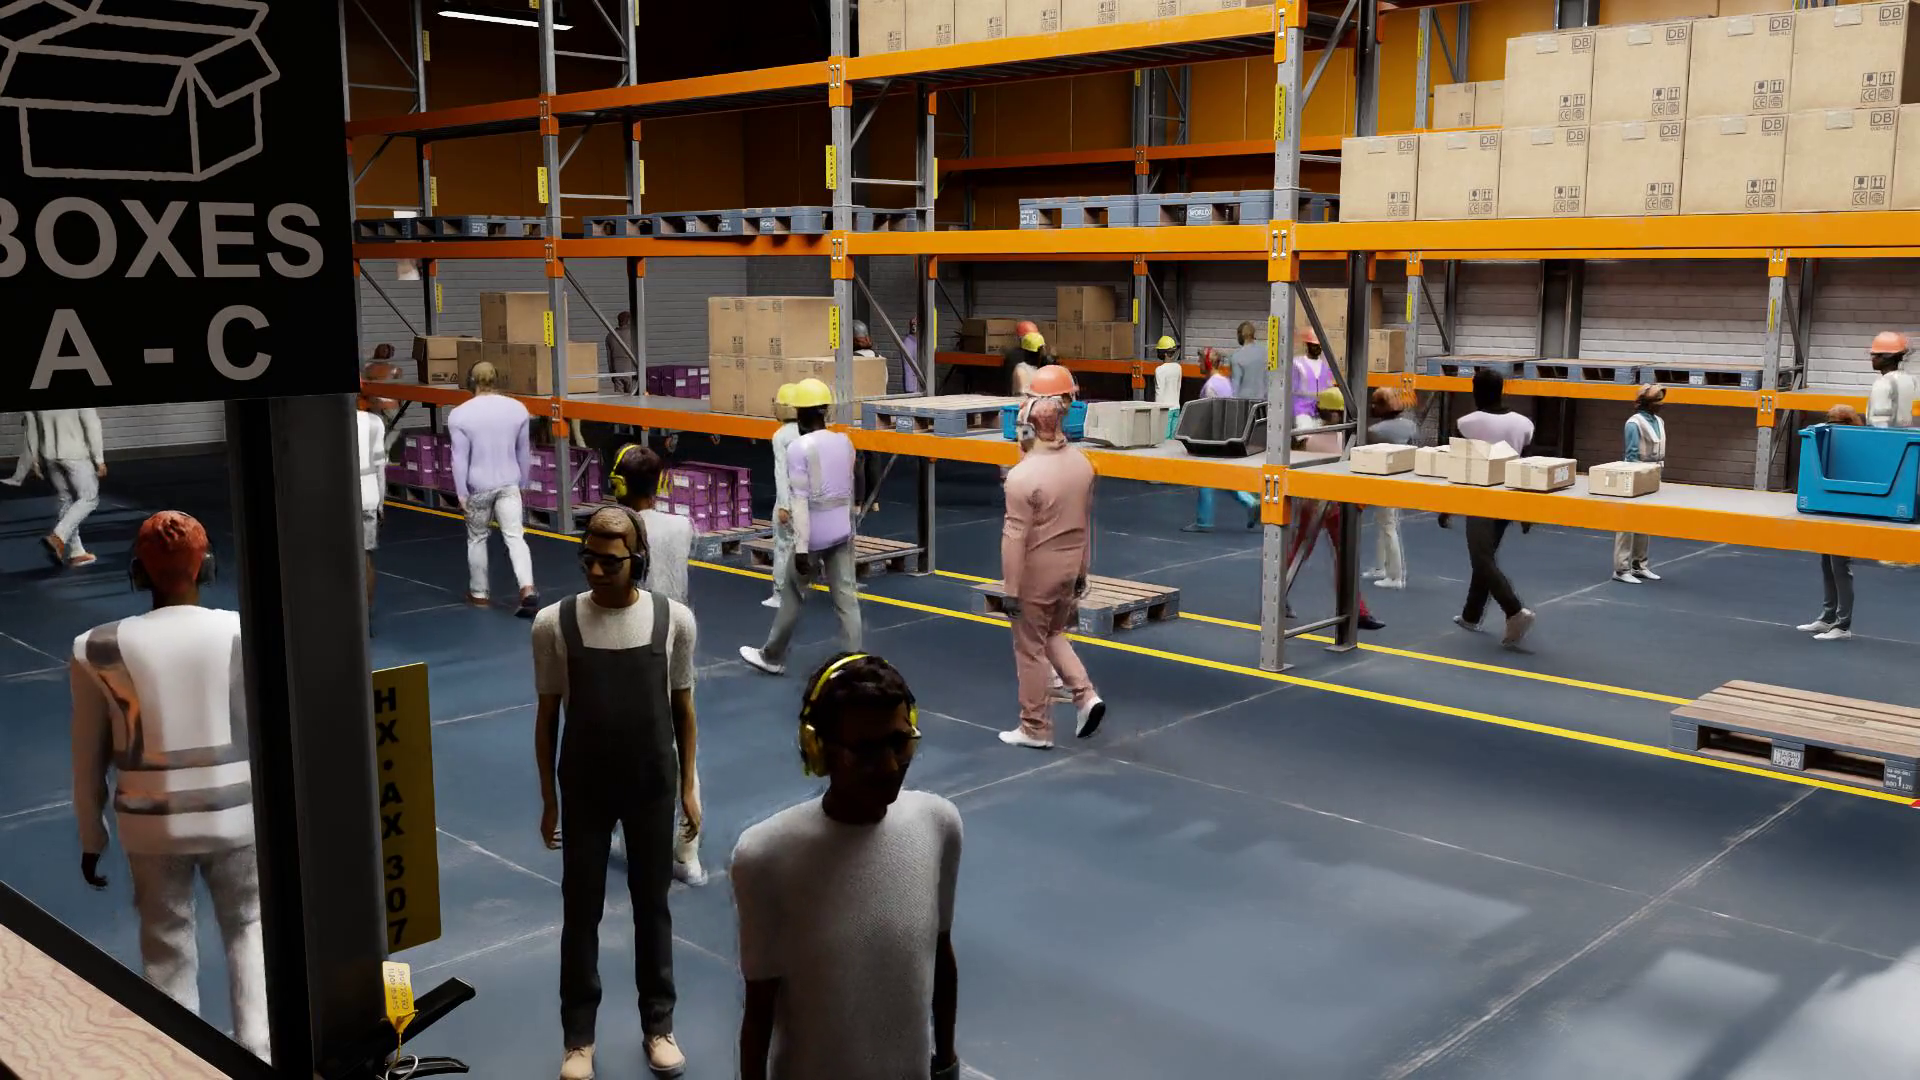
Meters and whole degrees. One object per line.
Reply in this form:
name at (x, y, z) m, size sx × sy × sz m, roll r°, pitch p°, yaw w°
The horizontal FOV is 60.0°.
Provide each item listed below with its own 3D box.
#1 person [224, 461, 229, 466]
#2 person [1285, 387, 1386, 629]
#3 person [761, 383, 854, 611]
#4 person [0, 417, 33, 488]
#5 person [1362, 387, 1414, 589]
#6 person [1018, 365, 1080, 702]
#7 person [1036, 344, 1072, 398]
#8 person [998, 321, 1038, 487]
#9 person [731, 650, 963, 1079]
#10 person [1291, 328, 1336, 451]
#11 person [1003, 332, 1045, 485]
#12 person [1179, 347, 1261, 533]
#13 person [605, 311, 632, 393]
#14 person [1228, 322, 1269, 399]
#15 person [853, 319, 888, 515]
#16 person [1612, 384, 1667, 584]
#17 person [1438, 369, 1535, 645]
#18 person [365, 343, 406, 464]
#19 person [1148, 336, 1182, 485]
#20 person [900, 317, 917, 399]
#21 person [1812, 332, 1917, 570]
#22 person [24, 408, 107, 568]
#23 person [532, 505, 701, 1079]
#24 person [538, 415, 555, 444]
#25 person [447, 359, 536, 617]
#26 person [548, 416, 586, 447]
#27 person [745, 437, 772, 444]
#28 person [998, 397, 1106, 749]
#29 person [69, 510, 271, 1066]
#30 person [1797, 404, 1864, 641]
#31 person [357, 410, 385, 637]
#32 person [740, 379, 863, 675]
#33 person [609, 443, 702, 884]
person at (-9.208, -1.878, 21.282) m, size 0.768 × 1.962 × 0.611 m, roll -3°, pitch 10°, yaw -18°
person at (2.625, -0.241, 11.961) m, size 0.537 × 1.720 × 0.930 m, roll -9°, pitch 13°, yaw -43°
person at (-1.155, -0.306, 12.398) m, size 0.775 × 1.727 × 0.495 m, roll 8°, pitch 12°, yaw 39°
person at (-10.841, -1.409, 19.484) m, size 0.863 × 1.597 × 0.510 m, roll -5°, pitch 11°, yaw -28°
person at (3.372, -0.428, 13.415) m, size 0.538 × 1.608 × 0.611 m, roll -7°, pitch 12°, yaw -38°
person at (0.537, -0.038, 9.882) m, size 0.375 × 1.996 × 0.612 m, roll -3°, pitch 10°, yaw -19°
person at (0.959, -1.078, 16.831) m, size 0.498 × 1.816 × 0.628 m, roll 0°, pitch 9°, yaw 3°
person at (0.826, -1.540, 19.226) m, size 0.994 × 1.942 × 0.651 m, roll 6°, pitch 11°, yaw 33°
person at (-0.191, 1.128, 3.172) m, size 0.528 × 1.855 × 0.447 m, roll -4°, pitch 10°, yaw -25°
person at (3.923, -1.426, 18.619) m, size 0.556 × 1.917 × 0.478 m, roll -4°, pitch 10°, yaw -22°
person at (0.728, -1.268, 17.720) m, size 0.475 × 1.898 × 0.596 m, roll 3°, pitch 10°, yaw 19°
person at (2.536, -0.951, 16.053) m, size 0.719 × 1.820 × 0.572 m, roll 3°, pitch 10°, yaw 19°
person at (-5.147, -2.582, 25.745) m, size 0.643 × 1.911 × 0.411 m, roll 4°, pitch 10°, yaw 23°
person at (3.555, -1.710, 20.371) m, size 0.650 × 1.917 × 0.821 m, roll -5°, pitch 10°, yaw -27°
person at (-1.100, -1.288, 17.409) m, size 0.538 × 2.000 × 0.684 m, roll 6°, pitch 11°, yaw 33°
person at (5.576, -0.461, 13.592) m, size 0.518 × 1.634 × 0.311 m, roll -8°, pitch 12°, yaw -39°
person at (3.707, -0.238, 11.494) m, size 0.598 × 1.878 × 0.890 m, roll -3°, pitch 10°, yaw -17°
person at (-7.324, -1.686, 21.104) m, size 0.529 × 1.620 × 0.519 m, roll 1°, pitch 9°, yaw 9°
person at (2.439, -1.530, 19.735) m, size 0.311 × 1.769 × 0.522 m, roll 7°, pitch 11°, yaw 36°
person at (-0.601, -2.155, 23.177) m, size 0.404 × 1.899 × 0.634 m, roll 2°, pitch 10°, yaw 14°
person at (7.879, -0.776, 14.334) m, size 0.608 × 2.009 × 0.947 m, roll -6°, pitch 11°, yaw -33°
person at (-7.613, -0.687, 14.103) m, size 0.639 × 1.921 × 0.701 m, roll 1°, pitch 9°, yaw 8°
person at (-1.067, 0.798, 5.230) m, size 0.506 × 1.843 × 0.350 m, roll -3°, pitch 10°, yaw -16°
person at (-5.384, -1.956, 21.942) m, size 0.911 × 1.888 × 0.577 m, roll 7°, pitch 12°, yaw 38°
person at (-3.436, -0.383, 12.290) m, size 0.624 × 1.911 × 0.945 m, roll -6°, pitch 11°, yaw -31°
person at (-4.899, -1.641, 20.824) m, size 0.527 × 1.623 × 0.403 m, roll -7°, pitch 12°, yaw -38°
person at (-2.952, -2.316, 24.342) m, size 0.623 × 1.839 × 0.429 m, roll -4°, pitch 10°, yaw -23°
person at (0.460, 0.191, 8.787) m, size 0.489 × 1.891 × 0.662 m, roll 8°, pitch 12°, yaw 41°
person at (-2.238, 0.848, 4.841) m, size 0.592 × 1.865 × 0.471 m, roll -5°, pitch 10°, yaw -26°
person at (6.049, -0.120, 11.493) m, size 0.264 × 1.632 × 0.508 m, roll 1°, pitch 9°, yaw 8°
person at (-4.235, -0.261, 11.500) m, size 0.546 × 1.923 × 0.400 m, roll -7°, pitch 12°, yaw -37°
person at (-0.942, -0.046, 10.247) m, size 0.960 × 1.881 × 0.615 m, roll 7°, pitch 12°, yaw 37°
person at (-1.384, 0.500, 7.089) m, size 0.511 × 1.830 × 0.914 m, roll -8°, pitch 13°, yaw -42°
